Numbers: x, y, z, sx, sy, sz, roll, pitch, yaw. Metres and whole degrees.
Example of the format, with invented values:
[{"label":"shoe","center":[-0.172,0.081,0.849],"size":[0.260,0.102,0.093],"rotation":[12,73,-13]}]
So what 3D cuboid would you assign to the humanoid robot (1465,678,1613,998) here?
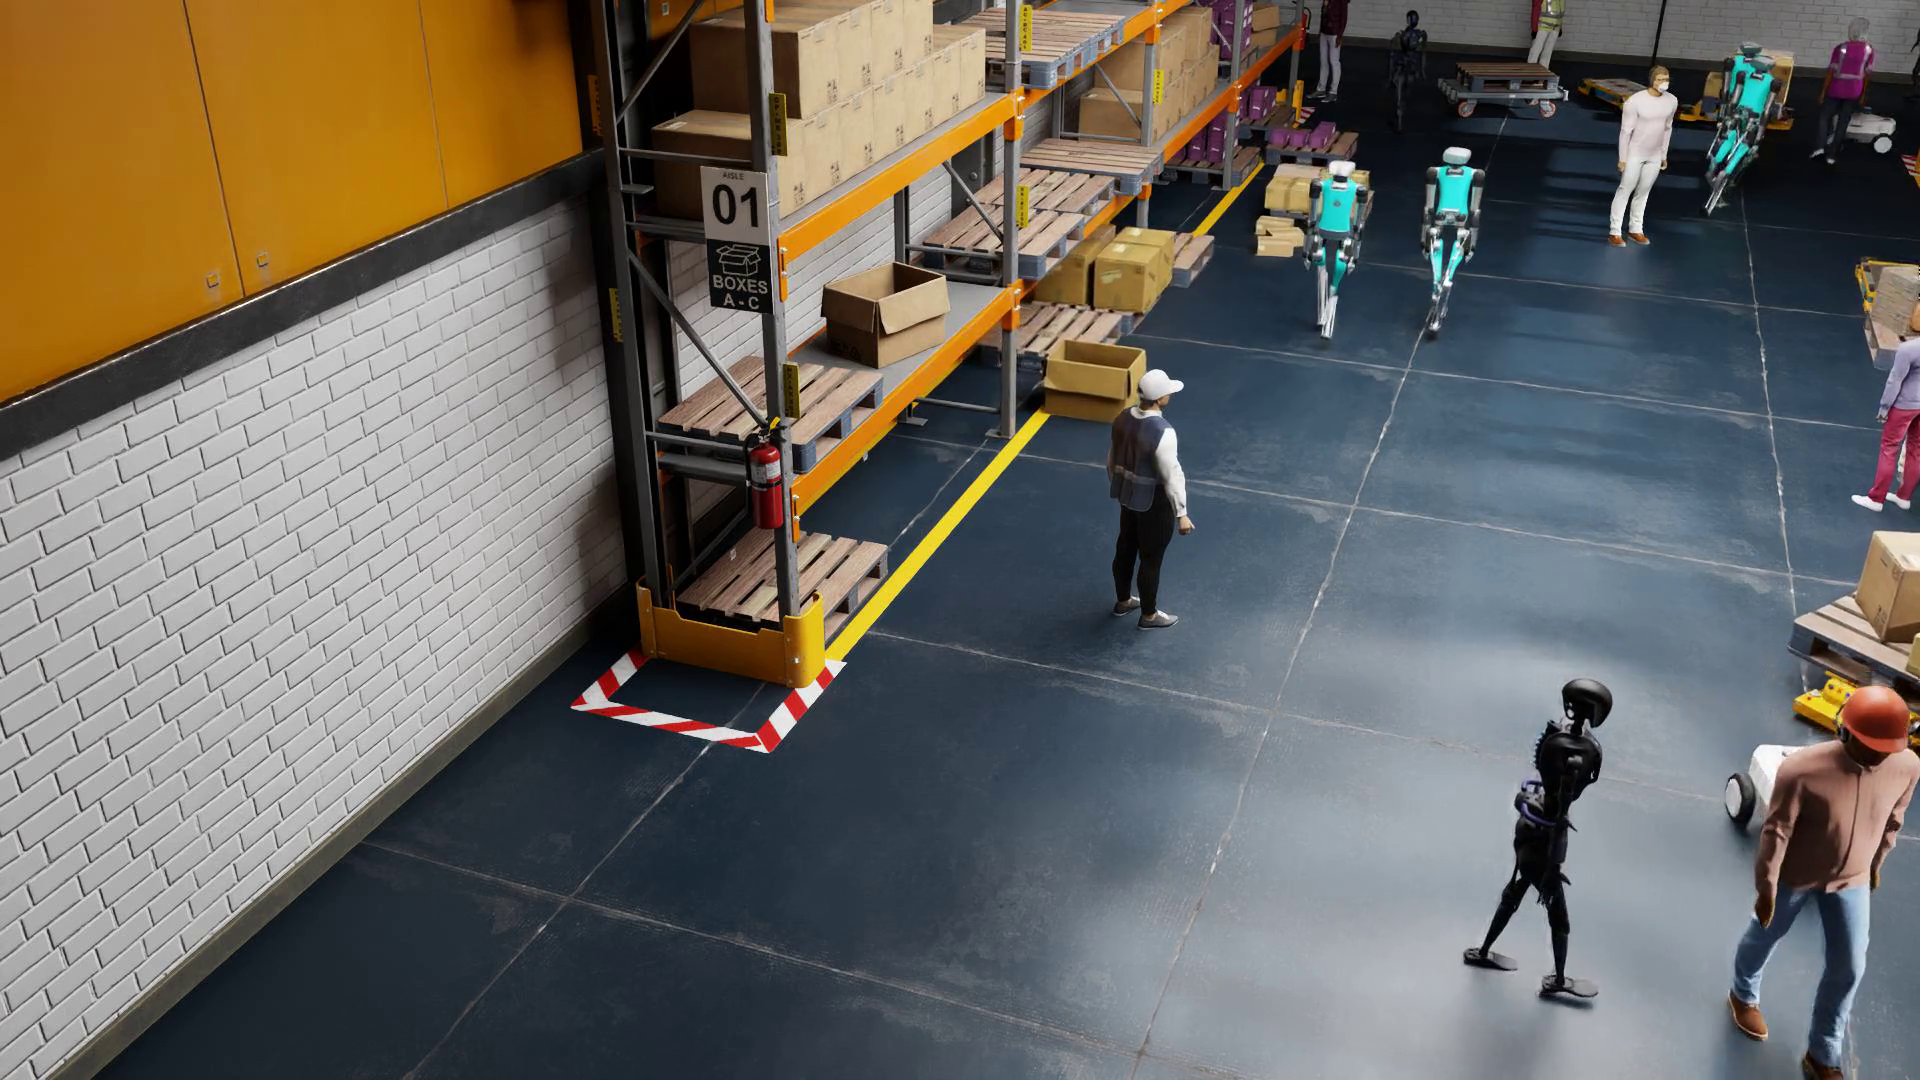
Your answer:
[{"label":"humanoid robot","center":[2.741,1.349,7.612],"size":[0.656,1.640,0.584],"rotation":[7,28,14]}]

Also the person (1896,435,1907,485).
[{"label":"person","center":[7.433,-1.185,12.437],"size":[0.559,1.743,0.342],"rotation":[3,27,7]}]

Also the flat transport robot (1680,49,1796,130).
[{"label":"flat transport robot","center":[10.908,-5.968,23.327],"size":[1.431,0.231,0.659],"rotation":[13,30,24]}]

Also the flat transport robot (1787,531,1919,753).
[{"label":"flat transport robot","center":[5.750,0.896,10.012],"size":[1.431,0.231,0.659],"rotation":[-16,31,-28]}]

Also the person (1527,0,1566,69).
[{"label":"person","center":[8.797,-7.668,24.909],"size":[0.626,1.844,0.429],"rotation":[-14,31,-26]}]

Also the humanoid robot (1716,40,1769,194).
[{"label":"humanoid robot","center":[9.348,-4.939,19.846],"size":[0.547,1.909,0.707],"rotation":[-1,27,-2]}]

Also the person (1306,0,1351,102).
[{"label":"person","center":[5.440,-7.418,24.306],"size":[0.417,1.953,0.488],"rotation":[-14,30,-25]}]

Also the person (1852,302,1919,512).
[{"label":"person","center":[6.942,-0.975,12.158],"size":[0.499,1.628,0.293],"rotation":[-6,28,-11]}]

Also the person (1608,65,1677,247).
[{"label":"person","center":[7.381,-4.144,17.969],"size":[0.628,1.940,0.372],"rotation":[-8,28,-14]}]

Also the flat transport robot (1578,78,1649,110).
[{"label":"flat transport robot","center":[9.752,-6.552,24.460],"size":[0.659,0.231,1.431],"rotation":[-4,28,-9]}]

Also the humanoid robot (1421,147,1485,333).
[{"label":"humanoid robot","center":[4.498,-2.718,15.450],"size":[0.559,1.737,1.039],"rotation":[11,29,21]}]

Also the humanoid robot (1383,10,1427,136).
[{"label":"humanoid robot","center":[6.066,-6.379,22.646],"size":[0.609,1.631,0.752],"rotation":[-7,28,-14]}]

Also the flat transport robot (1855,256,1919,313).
[{"label":"flat transport robot","center":[9.371,-2.508,16.615],"size":[0.659,0.231,1.431],"rotation":[10,29,19]}]

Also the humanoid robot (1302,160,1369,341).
[{"label":"humanoid robot","center":[3.444,-2.691,15.361],"size":[0.549,1.726,1.014],"rotation":[7,28,14]}]

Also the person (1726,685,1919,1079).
[{"label":"person","center":[3.689,1.471,7.052],"size":[0.643,1.954,0.871],"rotation":[0,27,0]}]

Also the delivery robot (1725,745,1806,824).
[{"label":"delivery robot","center":[4.405,1.399,8.746],"size":[0.499,0.614,0.796],"rotation":[2,27,5]}]

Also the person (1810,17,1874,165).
[{"label":"person","center":[11.184,-5.671,21.038],"size":[0.533,1.836,0.397],"rotation":[10,29,18]}]

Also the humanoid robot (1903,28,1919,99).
[{"label":"humanoid robot","center":[14.308,-7.288,24.351],"size":[0.585,1.639,0.462],"rotation":[4,28,8]}]

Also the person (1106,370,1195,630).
[{"label":"person","center":[1.188,-0.257,10.622],"size":[0.430,1.758,0.766],"rotation":[-18,32,-31]}]

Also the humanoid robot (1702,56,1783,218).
[{"label":"humanoid robot","center":[8.835,-4.566,19.076],"size":[0.904,1.840,0.561],"rotation":[-20,33,-33]}]

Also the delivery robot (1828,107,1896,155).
[{"label":"delivery robot","center":[11.898,-5.397,21.901],"size":[0.790,0.589,0.499],"rotation":[8,28,15]}]
